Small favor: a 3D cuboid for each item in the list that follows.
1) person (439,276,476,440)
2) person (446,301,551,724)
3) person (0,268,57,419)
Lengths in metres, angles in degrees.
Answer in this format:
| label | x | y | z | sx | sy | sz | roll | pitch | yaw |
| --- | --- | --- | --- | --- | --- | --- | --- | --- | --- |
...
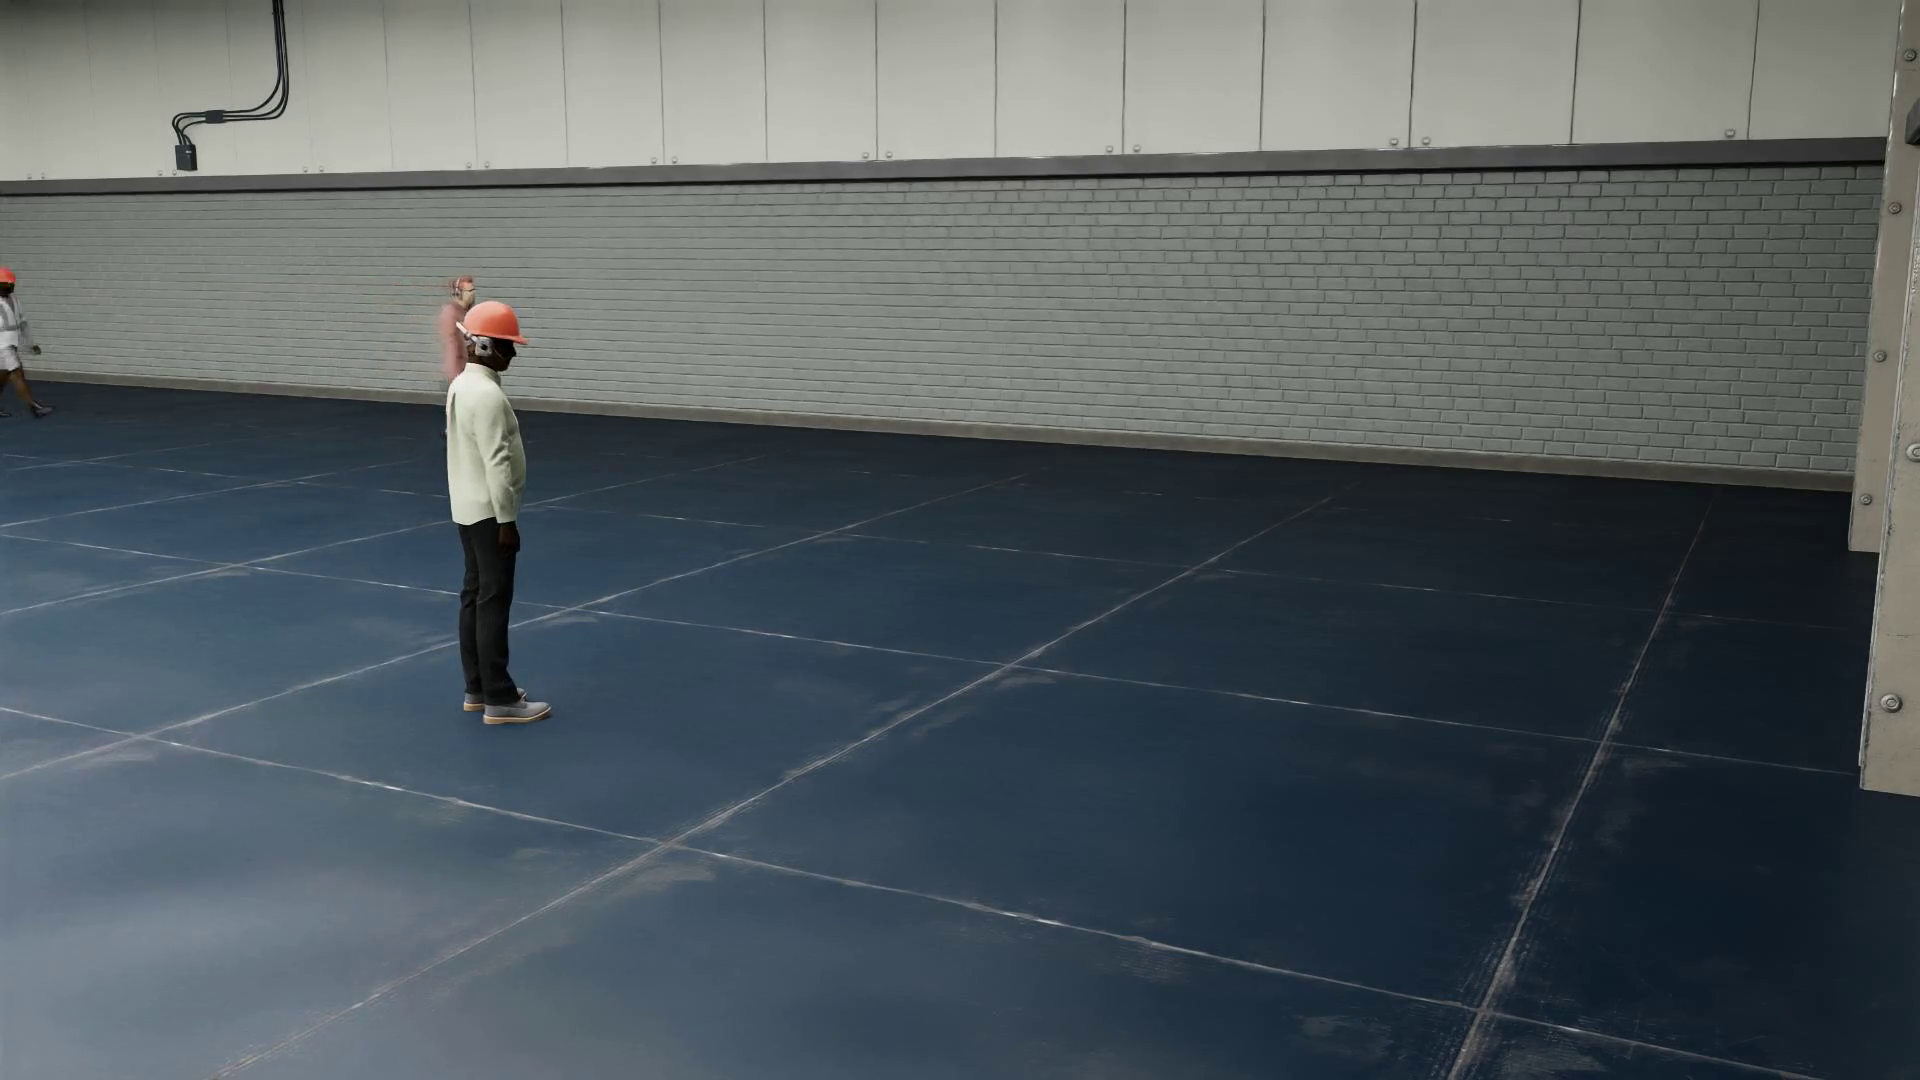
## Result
| label | x | y | z | sx | sy | sz | roll | pitch | yaw |
| --- | --- | --- | --- | --- | --- | --- | --- | --- | --- |
| person | -5.022 | -1.716 | 16.813 | 0.518 | 1.892 | 0.649 | 2 | 11 | 12 |
| person | -2.215 | -0.128 | 7.891 | 0.391 | 1.986 | 0.609 | -6 | 12 | -31 |
| person | -11.865 | -2.455 | 20.849 | 0.979 | 1.882 | 0.555 | 0 | 10 | 0 |
